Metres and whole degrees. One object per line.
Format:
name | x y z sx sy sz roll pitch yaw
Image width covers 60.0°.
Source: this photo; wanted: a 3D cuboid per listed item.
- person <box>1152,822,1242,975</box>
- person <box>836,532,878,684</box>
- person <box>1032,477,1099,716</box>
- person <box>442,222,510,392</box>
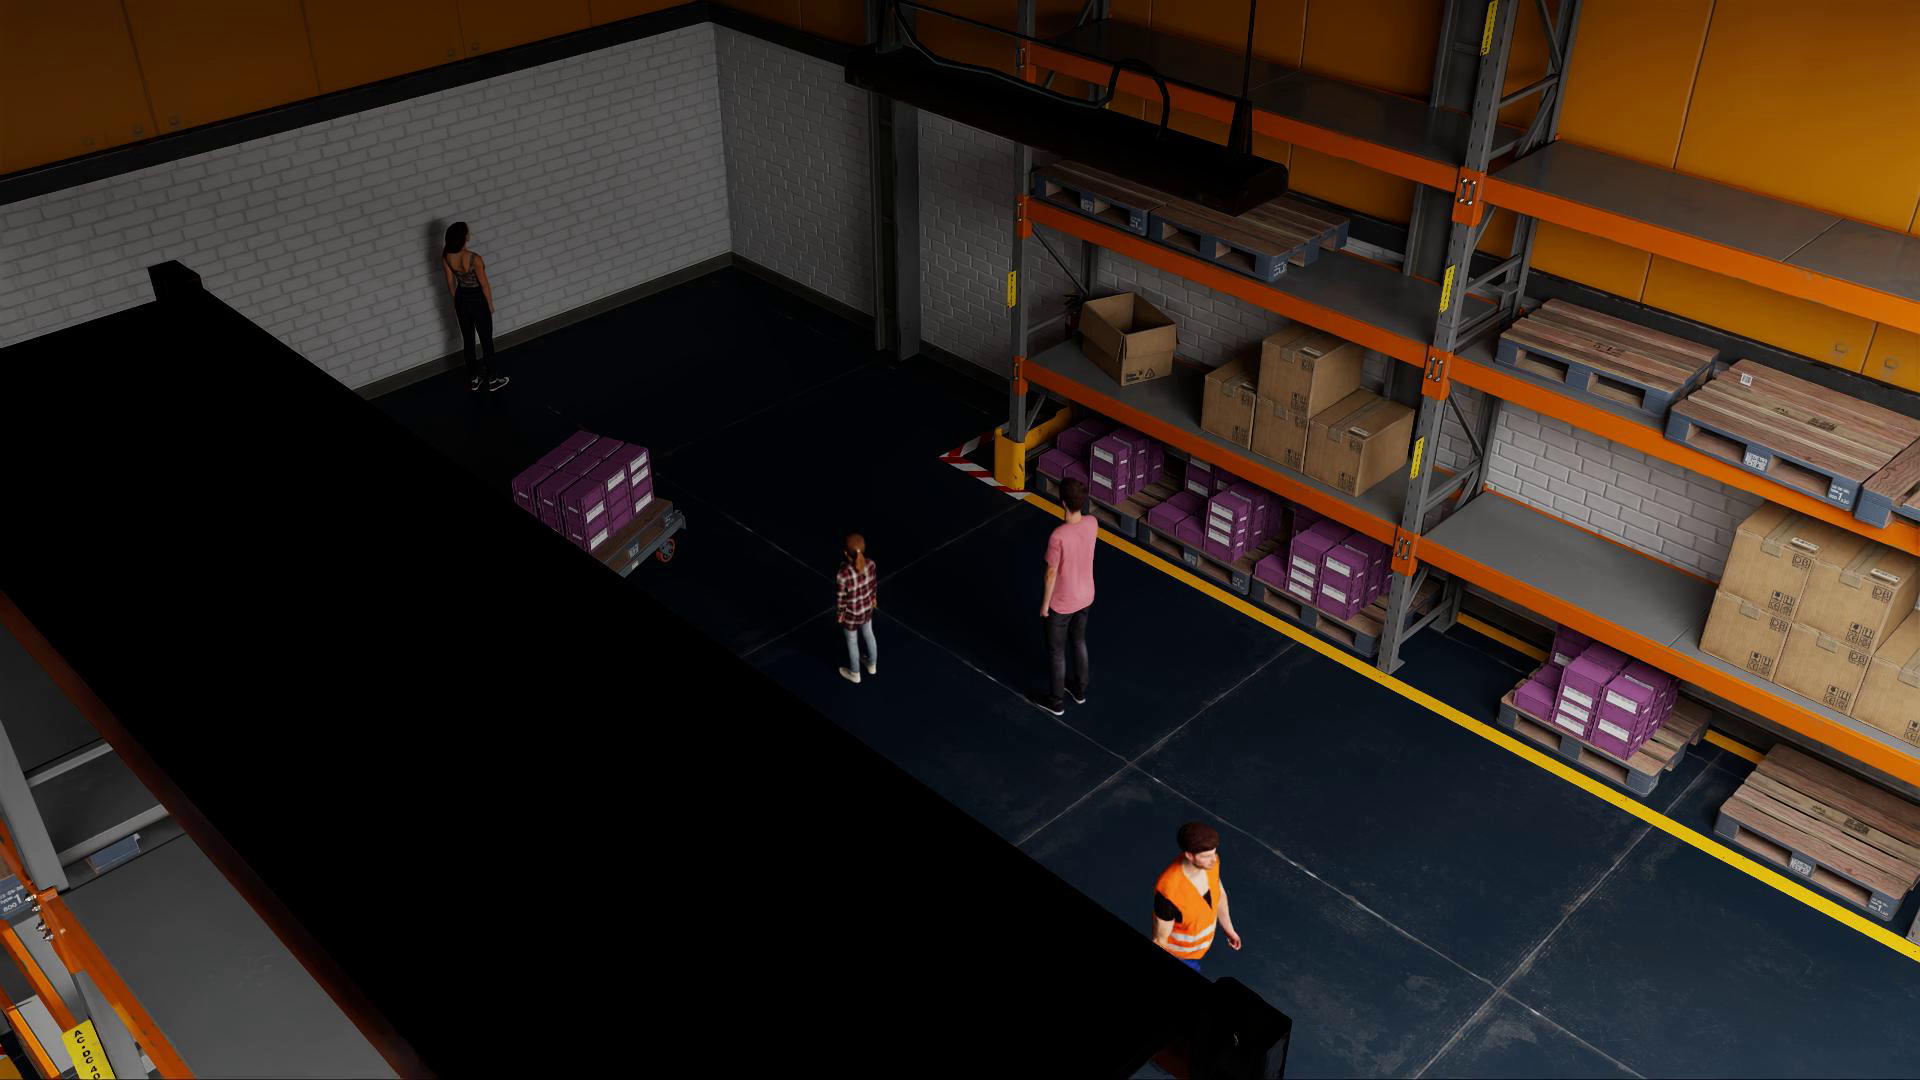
person | 1.188 2.273 9.509 1.191 1.849 0.851 20 38 27
person | -0.783 0.507 12.657 0.545 1.305 0.520 -25 41 -32
person | 0.804 0.421 12.196 0.628 1.958 0.552 -27 42 -34
person | -4.834 -2.313 16.479 0.635 1.770 0.747 8 34 12
